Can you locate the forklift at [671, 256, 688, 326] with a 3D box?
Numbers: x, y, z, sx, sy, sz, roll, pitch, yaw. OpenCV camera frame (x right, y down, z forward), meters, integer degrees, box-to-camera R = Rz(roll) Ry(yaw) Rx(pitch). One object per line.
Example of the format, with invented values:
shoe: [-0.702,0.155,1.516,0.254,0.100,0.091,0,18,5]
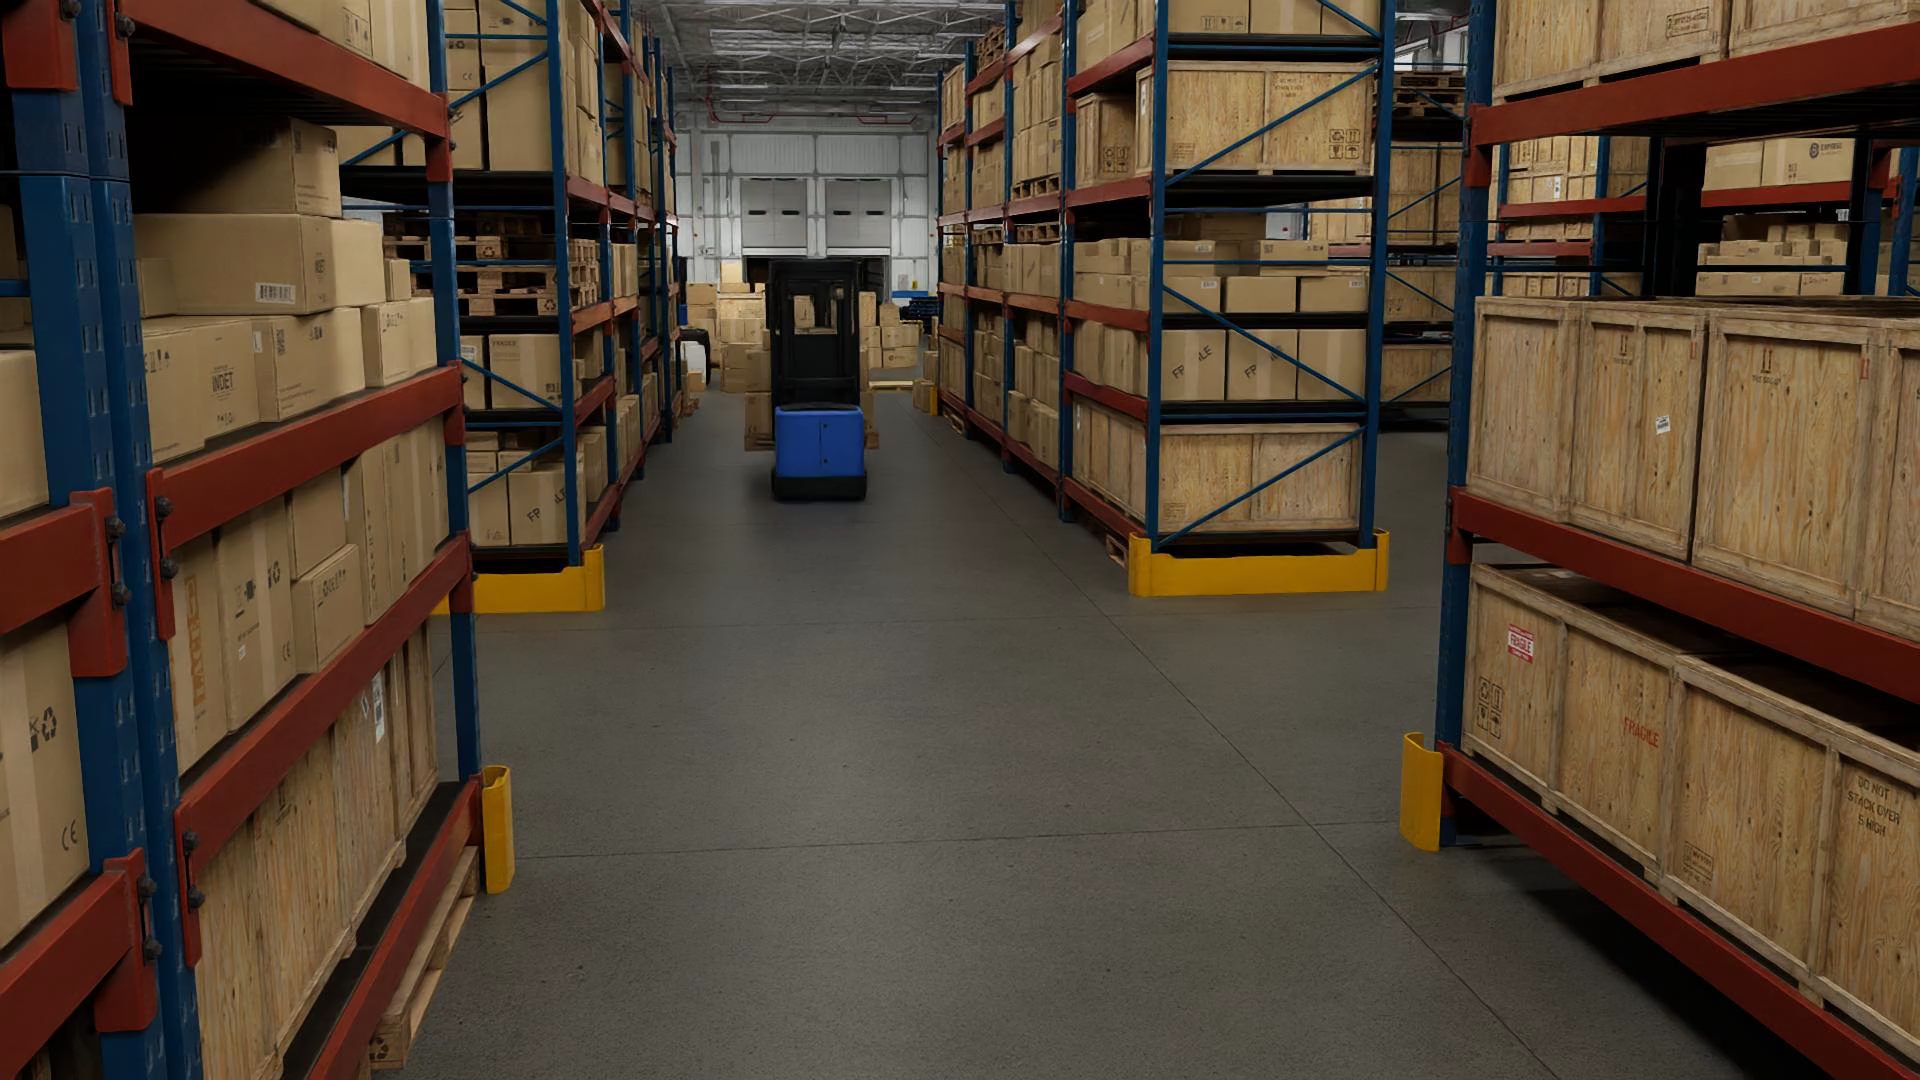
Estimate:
forklift: [-10.150,-8.825,59.945,1.873,2.768,1.129,4,11,24]

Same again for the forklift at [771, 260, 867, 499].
forklift: [-1.731,-1.975,20.065,1.129,2.768,1.873,-1,10,-7]

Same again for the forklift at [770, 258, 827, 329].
forklift: [-2.646,-3.238,27.414,1.129,2.768,1.873,-1,10,-7]

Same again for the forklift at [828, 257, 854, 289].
forklift: [-3.284,-6.565,46.785,1.129,2.768,1.873,-1,10,-7]

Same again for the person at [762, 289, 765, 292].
person: [-5.367,-5.941,45.891,0.370,1.940,0.631,0,10,2]
